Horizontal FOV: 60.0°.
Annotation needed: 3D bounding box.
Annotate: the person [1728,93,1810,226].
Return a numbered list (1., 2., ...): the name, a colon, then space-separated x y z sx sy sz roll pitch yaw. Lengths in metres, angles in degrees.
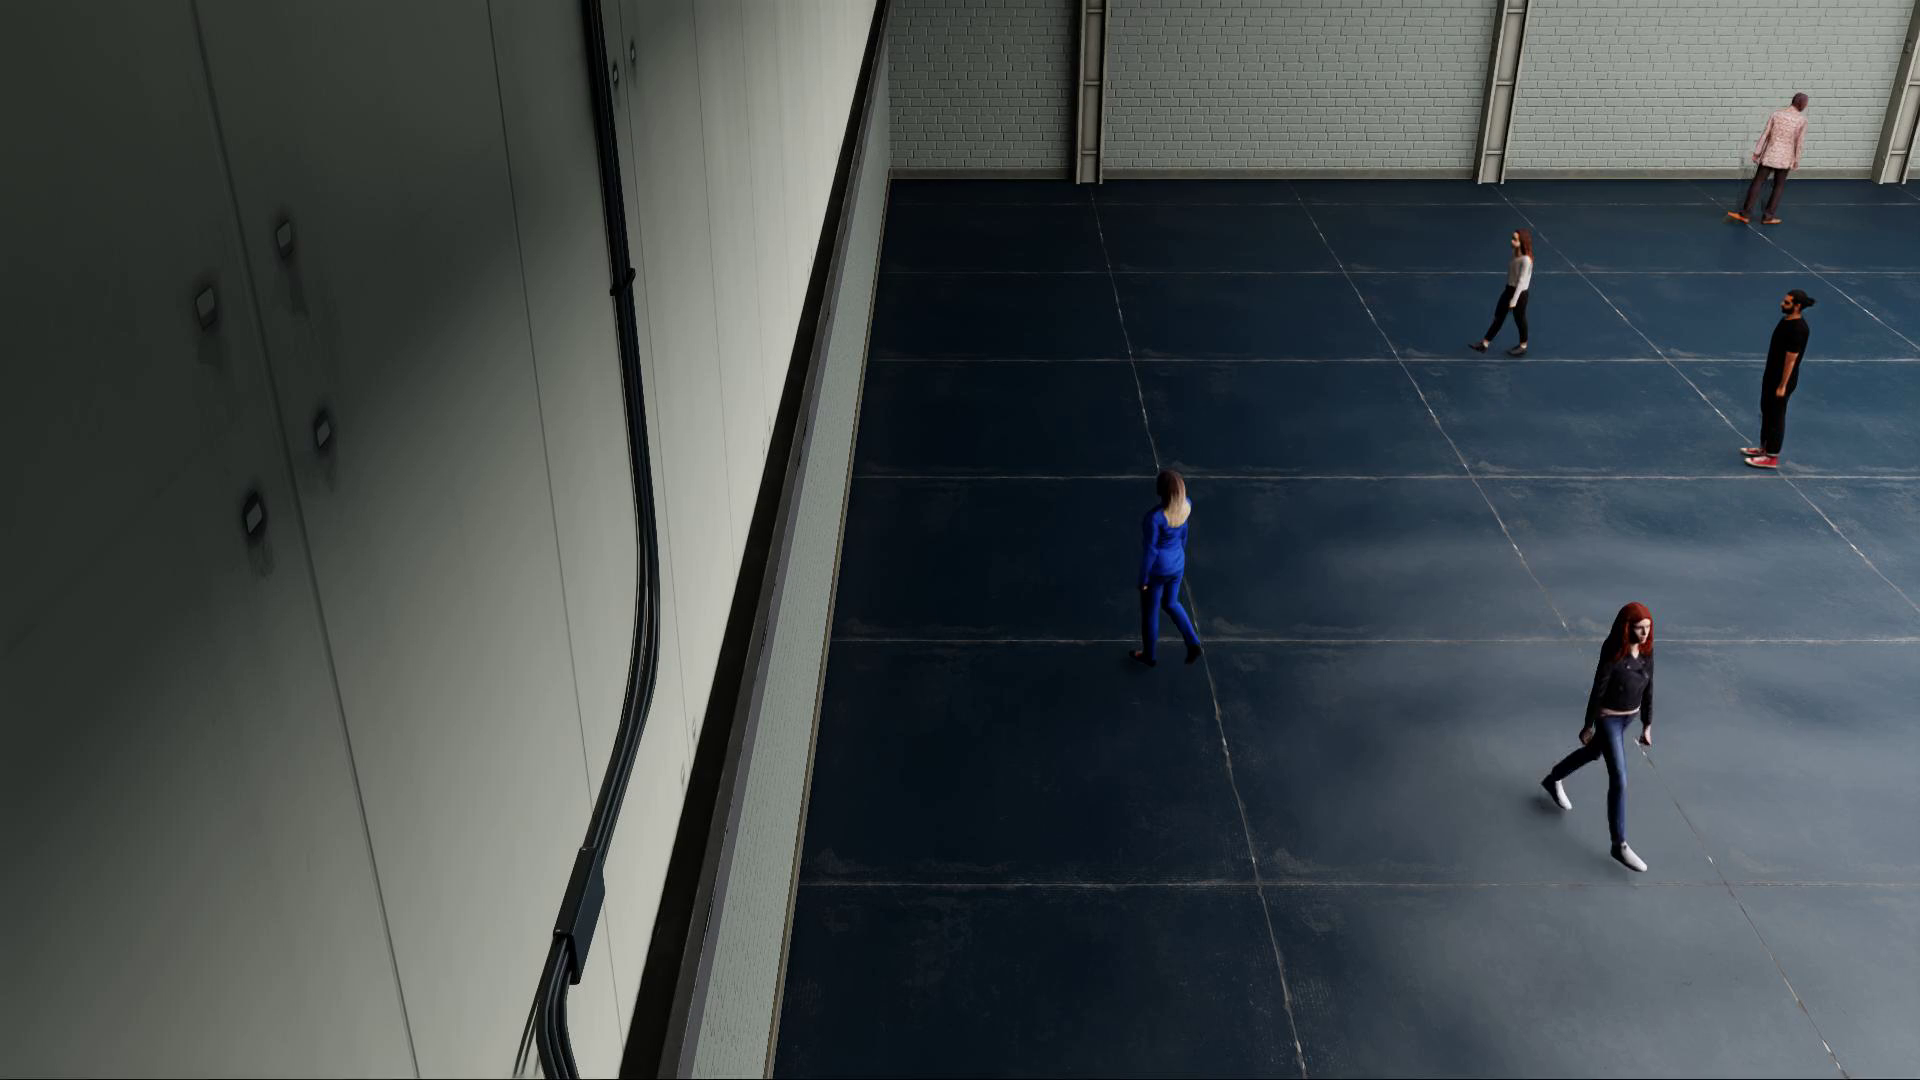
1. person: 11.092 -5.194 22.699 0.849 1.785 1.039 10 30 17

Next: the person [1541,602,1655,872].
1. person: 4.174 1.170 10.800 1.224 1.736 1.004 -11 30 -20

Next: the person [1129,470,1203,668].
1. person: 1.602 0.262 12.556 0.926 1.689 0.981 -24 36 -38

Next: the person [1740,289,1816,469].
1. person: 7.850 -1.550 15.886 0.586 1.756 0.645 4 28 8

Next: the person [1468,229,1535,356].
1. person: 6.218 -2.713 18.396 0.987 1.451 0.730 -7 29 -13
